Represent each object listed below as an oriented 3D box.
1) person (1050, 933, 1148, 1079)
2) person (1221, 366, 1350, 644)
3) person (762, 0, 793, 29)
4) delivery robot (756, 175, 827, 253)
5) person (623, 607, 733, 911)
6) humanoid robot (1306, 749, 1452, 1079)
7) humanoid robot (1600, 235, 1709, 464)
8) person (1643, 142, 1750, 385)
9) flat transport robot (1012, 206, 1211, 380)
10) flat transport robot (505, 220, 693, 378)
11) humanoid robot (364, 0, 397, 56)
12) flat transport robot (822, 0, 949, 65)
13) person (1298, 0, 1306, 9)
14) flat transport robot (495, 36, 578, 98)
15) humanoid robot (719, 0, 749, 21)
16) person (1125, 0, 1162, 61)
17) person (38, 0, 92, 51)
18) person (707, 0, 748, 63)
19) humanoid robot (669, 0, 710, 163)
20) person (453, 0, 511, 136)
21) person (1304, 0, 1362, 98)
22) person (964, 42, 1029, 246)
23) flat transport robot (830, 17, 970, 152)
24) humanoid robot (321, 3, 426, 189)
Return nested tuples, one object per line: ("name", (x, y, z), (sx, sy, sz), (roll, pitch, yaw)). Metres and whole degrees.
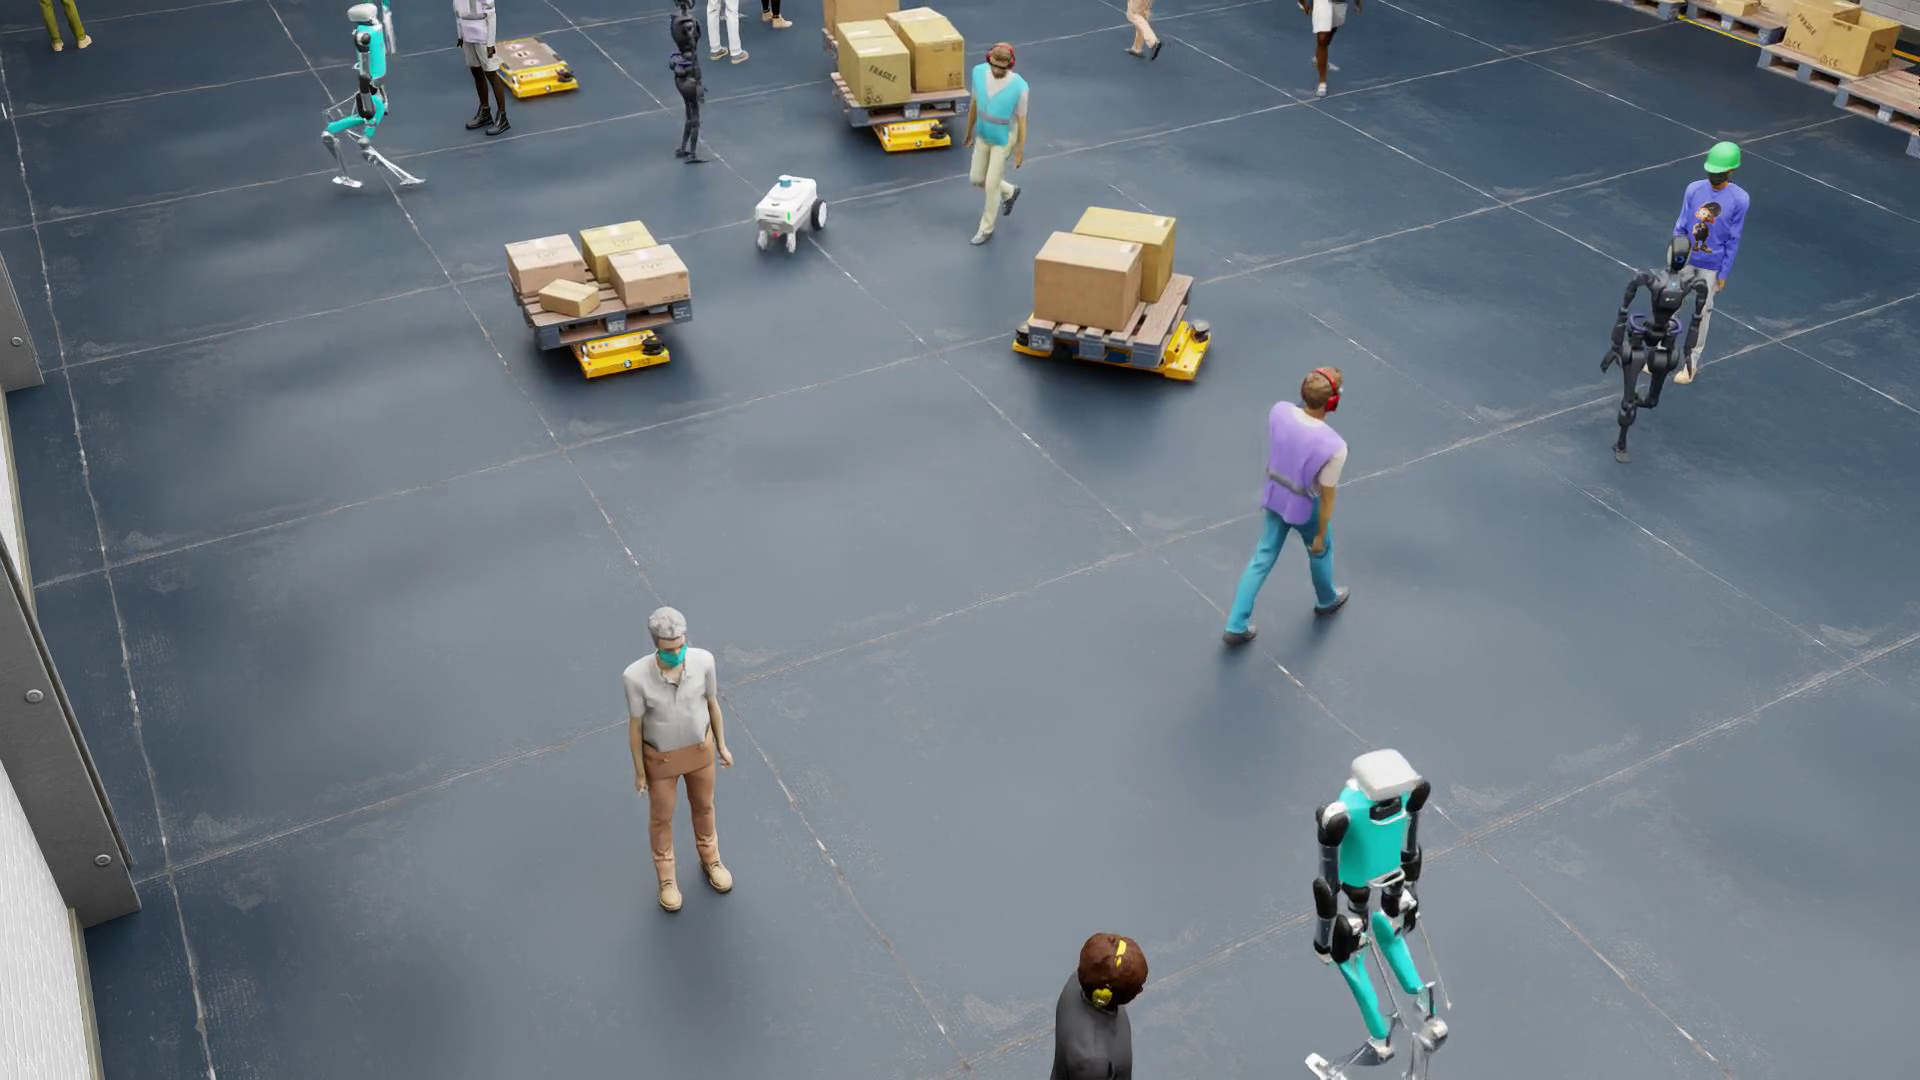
("person", (0.495, 2.160, 6.235), (0.355, 1.874, 0.491), (1, 35, 2))
("person", (1.974, -0.204, 9.678), (0.999, 1.795, 0.569), (-27, 43, -33))
("person", (-2.140, -6.761, 19.128), (0.318, 1.690, 0.529), (-20, 39, -26))
("delivery robot", (-1.512, -2.912, 14.634), (0.499, 0.606, 0.796), (9, 36, 13))
("person", (-1.341, 1.028, 7.960), (0.481, 1.746, 0.322), (-15, 38, -21))
("humanoid robot", (1.824, 1.759, 6.959), (0.531, 1.803, 0.804), (-17, 38, -23))
("humanoid robot", (4.753, -1.382, 11.475), (0.602, 1.631, 0.632), (5, 35, 7))
("person", (5.433, -2.039, 12.245), (0.466, 1.863, 0.371), (26, 43, 32))
("flat transport robot", (1.185, -1.578, 12.969), (1.431, 0.231, 0.659), (11, 37, 15))
("flat transport robot", (-2.827, -1.733, 13.190), (0.659, 0.231, 1.431), (-15, 38, -20))
("humanoid robot", (-6.444, -6.142, 18.274), (0.535, 1.844, 0.766), (-13, 37, -18))
("flat transport robot", (-0.786, -5.161, 18.084), (0.659, 0.231, 1.431), (-11, 37, -16))
("person", (4.301, -7.261, 19.606), (0.605, 1.965, 0.368), (7, 36, 10))
("flat transport robot", (-4.710, -5.153, 18.073), (0.659, 0.231, 1.431), (-18, 39, -24))
("humanoid robot", (-2.804, -6.813, 19.162), (0.716, 1.794, 0.548), (-17, 38, -23))
("person", (2.046, -6.055, 18.150), (0.467, 1.657, 0.549), (-28, 44, -34))
("person", (-10.135, -6.357, 18.426), (0.521, 1.837, 0.377), (-11, 37, -16))
("person", (-2.594, -6.150, 18.096), (0.575, 1.879, 0.352), (15, 38, 21))
("humanoid robot", (-2.602, -4.423, 15.813), (0.348, 1.661, 0.601), (-13, 37, -17))
("person", (-4.767, -4.959, 16.344), (0.547, 1.937, 0.356), (24, 41, 30))
("person", (3.923, -5.720, 17.488), (0.616, 1.872, 0.965), (-7, 36, -10))
("person", (0.344, -3.441, 14.281), (0.655, 1.803, 0.604), (27, 43, 33))
("flat transport robot", (-0.602, -4.302, 16.857), (0.659, 0.231, 1.431), (-9, 36, -13))
("humanoid robot", (-5.524, -3.992, 15.162), (1.034, 1.746, 0.557), (0, 35, 0))
